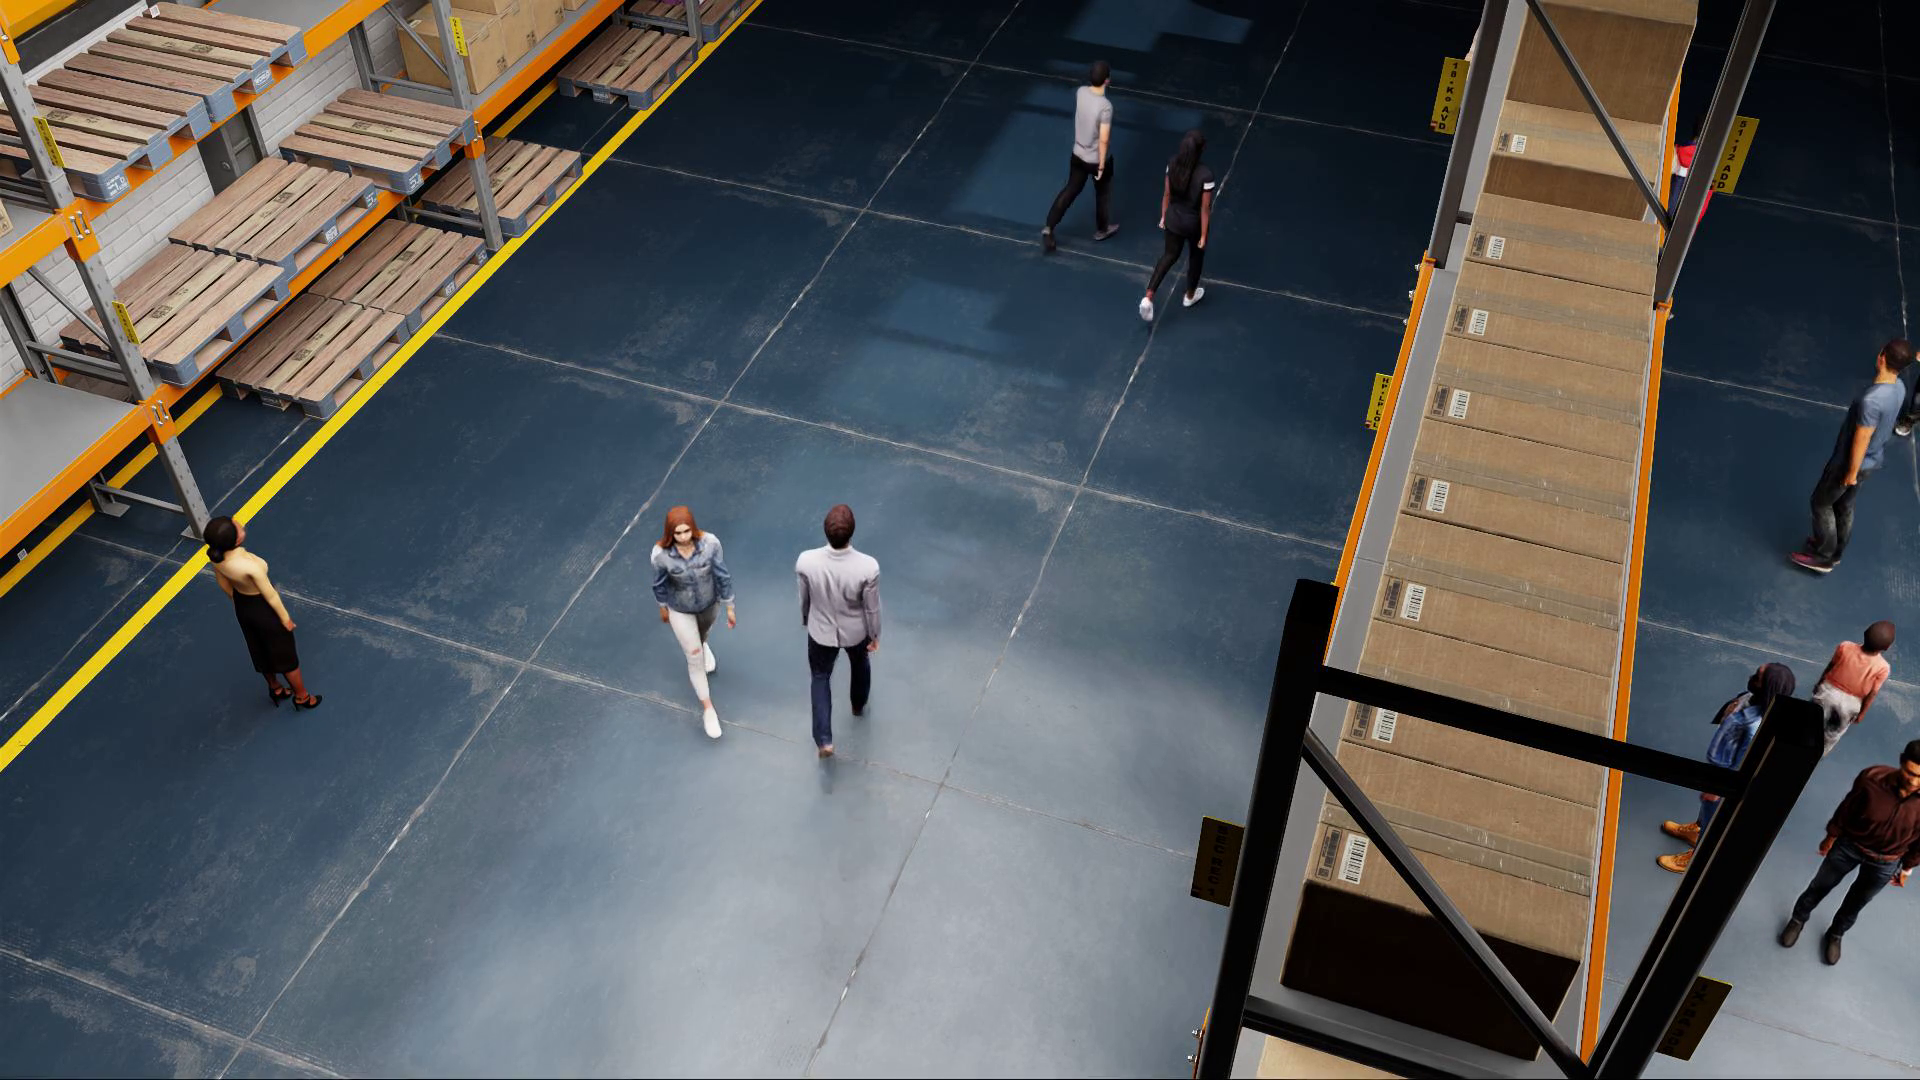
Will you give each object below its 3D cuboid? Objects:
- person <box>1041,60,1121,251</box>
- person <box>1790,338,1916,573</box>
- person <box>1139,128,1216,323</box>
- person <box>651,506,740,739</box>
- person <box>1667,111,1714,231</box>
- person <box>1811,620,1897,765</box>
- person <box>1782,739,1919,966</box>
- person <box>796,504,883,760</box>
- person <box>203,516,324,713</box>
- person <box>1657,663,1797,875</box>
[{"bbox_3d":[1.066,-3.281,14.340,1.166,1.730,0.953,-31,52,-29],"label":"person"},{"bbox_3d":[6.196,-0.520,11.413,0.875,1.770,0.763,27,50,25],"label":"person"},{"bbox_3d":[1.792,-2.534,13.574,0.821,1.706,1.132,28,50,26],"label":"person"},{"bbox_3d":[-1.701,0.360,10.576,1.097,1.651,1.193,-15,46,-15],"label":"person"},{"bbox_3d":[5.888,-2.684,13.709,0.629,1.736,1.009,14,45,15],"label":"person"},{"bbox_3d":[5.359,0.989,10.172,0.672,1.297,0.876,33,53,30],"label":"person"},{"bbox_3d":[4.971,1.678,9.100,0.668,1.778,0.583,22,48,22],"label":"person"},{"bbox_3d":[-0.756,0.592,10.206,0.906,1.825,1.145,0,44,0],"label":"person"},{"bbox_3d":[-4.400,0.473,10.456,0.564,1.653,0.531,16,46,16],"label":"person"},{"bbox_3d":[4.416,1.301,9.544,0.683,1.712,0.482,19,47,19],"label":"person"}]
